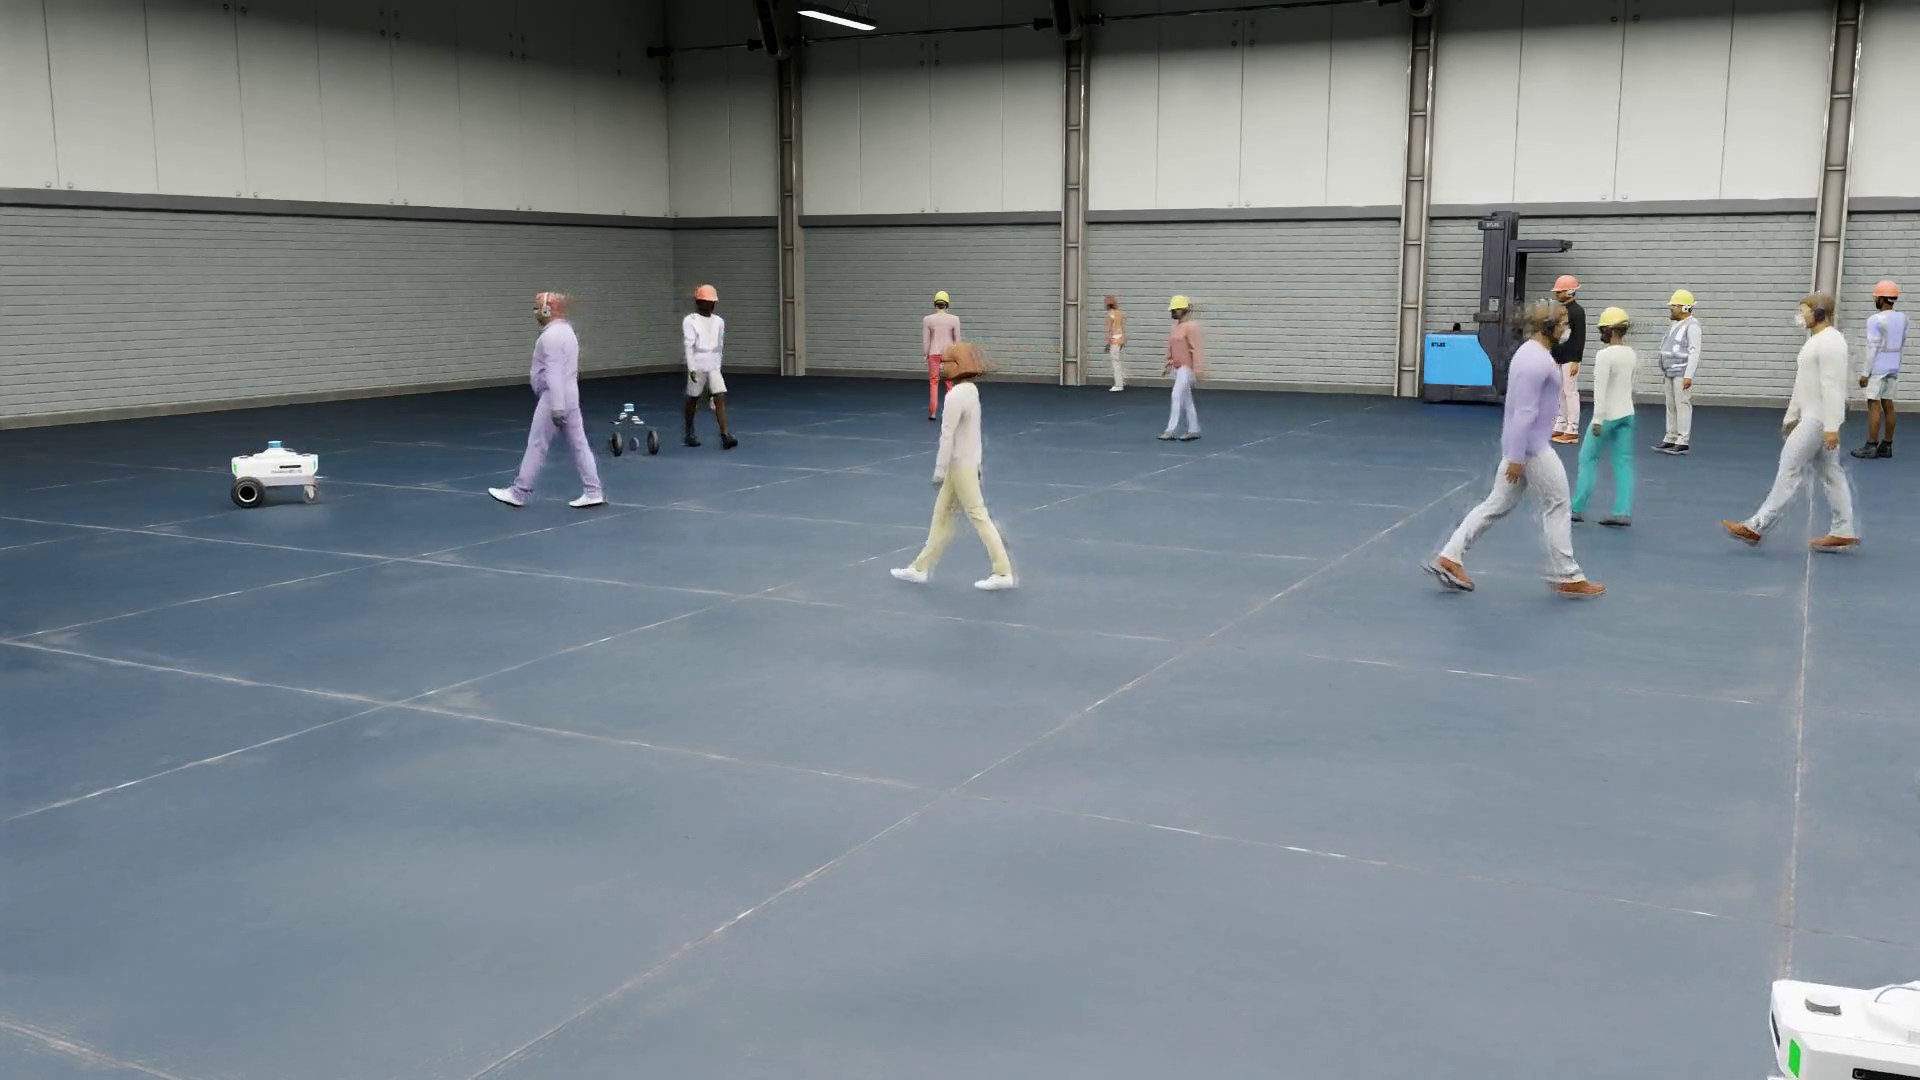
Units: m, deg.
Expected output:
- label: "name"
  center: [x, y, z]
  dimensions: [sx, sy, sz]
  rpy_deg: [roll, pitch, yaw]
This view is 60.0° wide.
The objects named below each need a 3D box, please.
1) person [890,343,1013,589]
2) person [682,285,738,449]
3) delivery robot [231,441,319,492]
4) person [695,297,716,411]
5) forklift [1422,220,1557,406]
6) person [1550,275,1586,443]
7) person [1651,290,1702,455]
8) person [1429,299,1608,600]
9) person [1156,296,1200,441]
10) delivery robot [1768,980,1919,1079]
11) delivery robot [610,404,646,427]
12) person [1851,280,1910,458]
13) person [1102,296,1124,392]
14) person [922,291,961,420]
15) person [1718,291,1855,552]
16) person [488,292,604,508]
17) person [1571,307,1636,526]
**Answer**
- label: "person"
  center: [-0.032, -0.477, 10.742]
  dimensions: [0.847, 1.582, 0.515]
  rpy_deg: [2, 9, 13]
- label: "person"
  center: [-2.942, -2.000, 19.258]
  dimensions: [0.550, 1.887, 1.011]
  rpy_deg: [-6, 11, -34]
- label: "delivery robot"
  center: [-6.057, -0.632, 14.730]
  dimensions: [0.707, 0.478, 0.477]
  rpy_deg: [-3, 10, -20]
- label: "person"
  center: [-3.769, -2.746, 24.398]
  dimensions: [0.538, 1.698, 0.319]
  rpy_deg: [-2, 9, -10]
- label: "forklift"
  center: [8.245, -3.527, 25.720]
  dimensions: [1.873, 2.768, 1.129]
  rpy_deg: [5, 10, 27]
- label: "person"
  center: [7.246, -2.165, 19.918]
  dimensions: [0.394, 1.990, 0.618]
  rpy_deg: [-1, 9, -4]
- label: "person"
  center: [8.074, -1.890, 18.712]
  dimensions: [0.404, 1.831, 0.600]
  rpy_deg: [0, 9, -2]
- label: "person"
  center: [3.534, -0.579, 10.507]
  dimensions: [1.061, 1.888, 0.638]
  rpy_deg: [2, 9, 12]
- label: "person"
  center: [2.580, -2.053, 19.983]
  dimensions: [0.773, 1.733, 0.557]
  rpy_deg: [-4, 10, -22]
- label: "delivery robot"
  center: [2.175, 1.162, 3.660]
  dimensions: [0.707, 0.478, 0.477]
  rpy_deg: [4, 10, 20]
- label: "delivery robot"
  center: [-3.738, -1.422, 18.799]
  dimensions: [0.335, 0.223, 0.699]
  rpy_deg: [-4, 10, -25]
- label: "person"
  center: [10.122, -1.875, 18.296]
  dimensions: [0.545, 1.938, 0.356]
  rpy_deg: [-4, 10, -24]
- label: "person"
  center: [2.603, -3.325, 28.239]
  dimensions: [0.399, 1.607, 0.526]
  rpy_deg: [3, 10, 19]
- label: "person"
  center: [-0.253, -2.540, 22.926]
  dimensions: [0.533, 1.768, 0.310]
  rpy_deg: [0, 9, -2]
- label: "person"
  center: [6.135, -0.863, 12.184]
  dimensions: [0.985, 1.890, 0.662]
  rpy_deg: [4, 10, 21]
- label: "person"
  center: [-3.557, -1.192, 14.330]
  dimensions: [0.993, 1.851, 0.677]
  rpy_deg: [1, 9, 4]
- label: "person"
  center: [5.158, -0.996, 13.426]
  dimensions: [0.552, 1.743, 0.667]
  rpy_deg: [-6, 11, -35]
